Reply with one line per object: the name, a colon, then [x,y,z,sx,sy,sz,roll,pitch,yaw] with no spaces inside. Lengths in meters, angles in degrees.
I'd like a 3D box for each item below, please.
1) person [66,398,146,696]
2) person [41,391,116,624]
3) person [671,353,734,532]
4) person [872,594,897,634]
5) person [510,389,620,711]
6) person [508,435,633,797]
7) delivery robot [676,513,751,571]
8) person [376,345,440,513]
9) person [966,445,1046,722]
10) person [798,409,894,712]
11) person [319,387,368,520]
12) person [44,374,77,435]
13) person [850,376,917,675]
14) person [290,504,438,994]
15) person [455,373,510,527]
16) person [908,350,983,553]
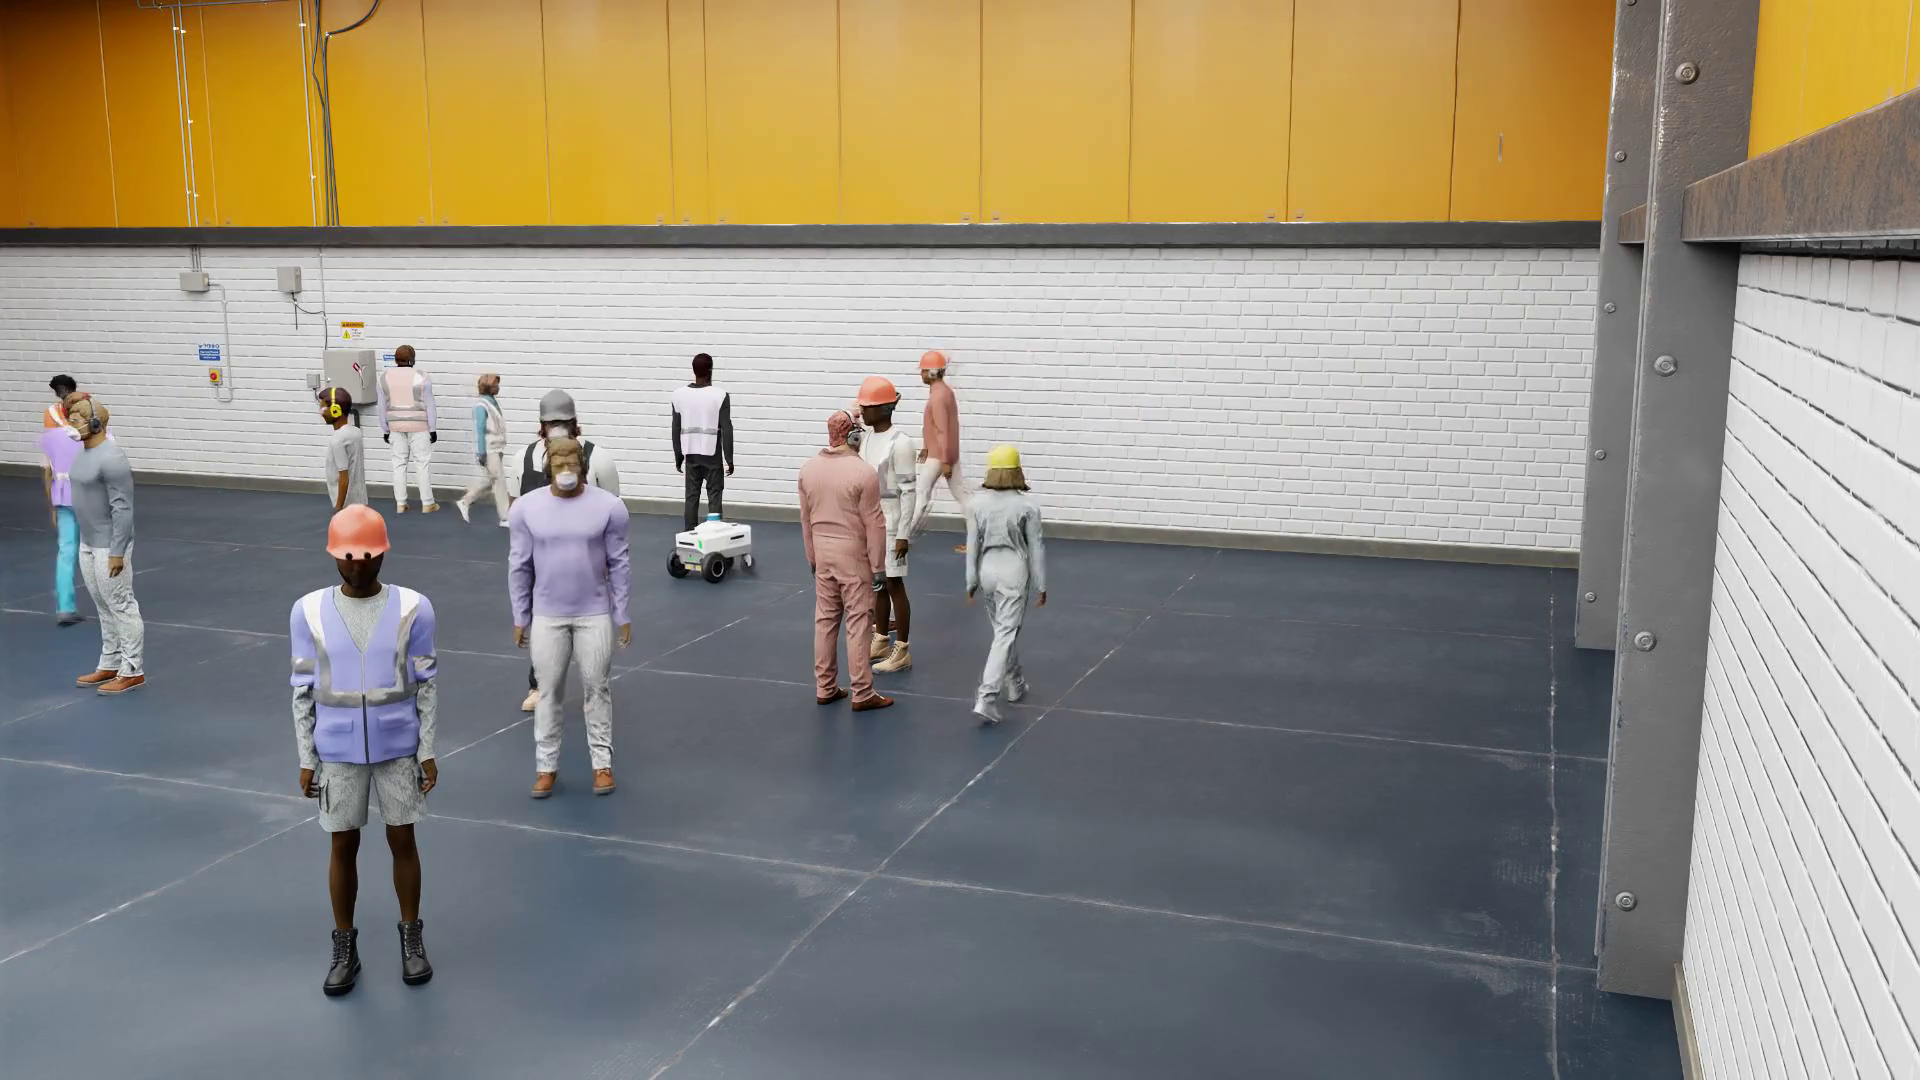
person: [-5.600,0.041,10.876,0.627,1.940,0.370,9,14,42]
person: [-6.894,-0.267,13.064,0.574,1.788,1.017,-1,10,-5]
person: [-2.411,-0.792,15.628,0.598,1.915,0.375,3,10,14]
person: [-0.611,-0.227,12.578,0.328,1.872,0.512,-2,10,-12]
person: [-2.496,0.074,10.405,0.689,2.000,0.539,0,10,2]
person: [-2.061,0.406,8.840,0.647,1.933,0.376,-2,10,-10]
delivery robot: [-2.171,0.008,14.683,0.477,0.478,0.707,7,13,33]
person: [-6.015,-1.208,18.186,0.619,1.845,0.430,0,10,2]
person: [0.269,0.254,10.388,0.506,1.689,0.931,4,11,23]
person: [-0.705,0.126,10.489,0.643,1.909,0.409,7,12,36]
person: [-4.663,-0.225,12.595,0.328,1.864,0.509,-1,10,-7]
person: [-8.706,-0.803,16.412,0.547,1.674,0.448,-7,12,-34]
person: [-0.547,-0.102,11.387,0.379,2.041,0.616,-6,12,-32]
person: [-2.322,0.813,6.535,0.544,1.938,0.356,-3,11,-18]
person: [-4.920,-0.929,17.249,0.709,1.618,0.521,1,10,4]
person: [-0.234,-0.822,15.751,1.086,1.933,0.612,2,10,13]
